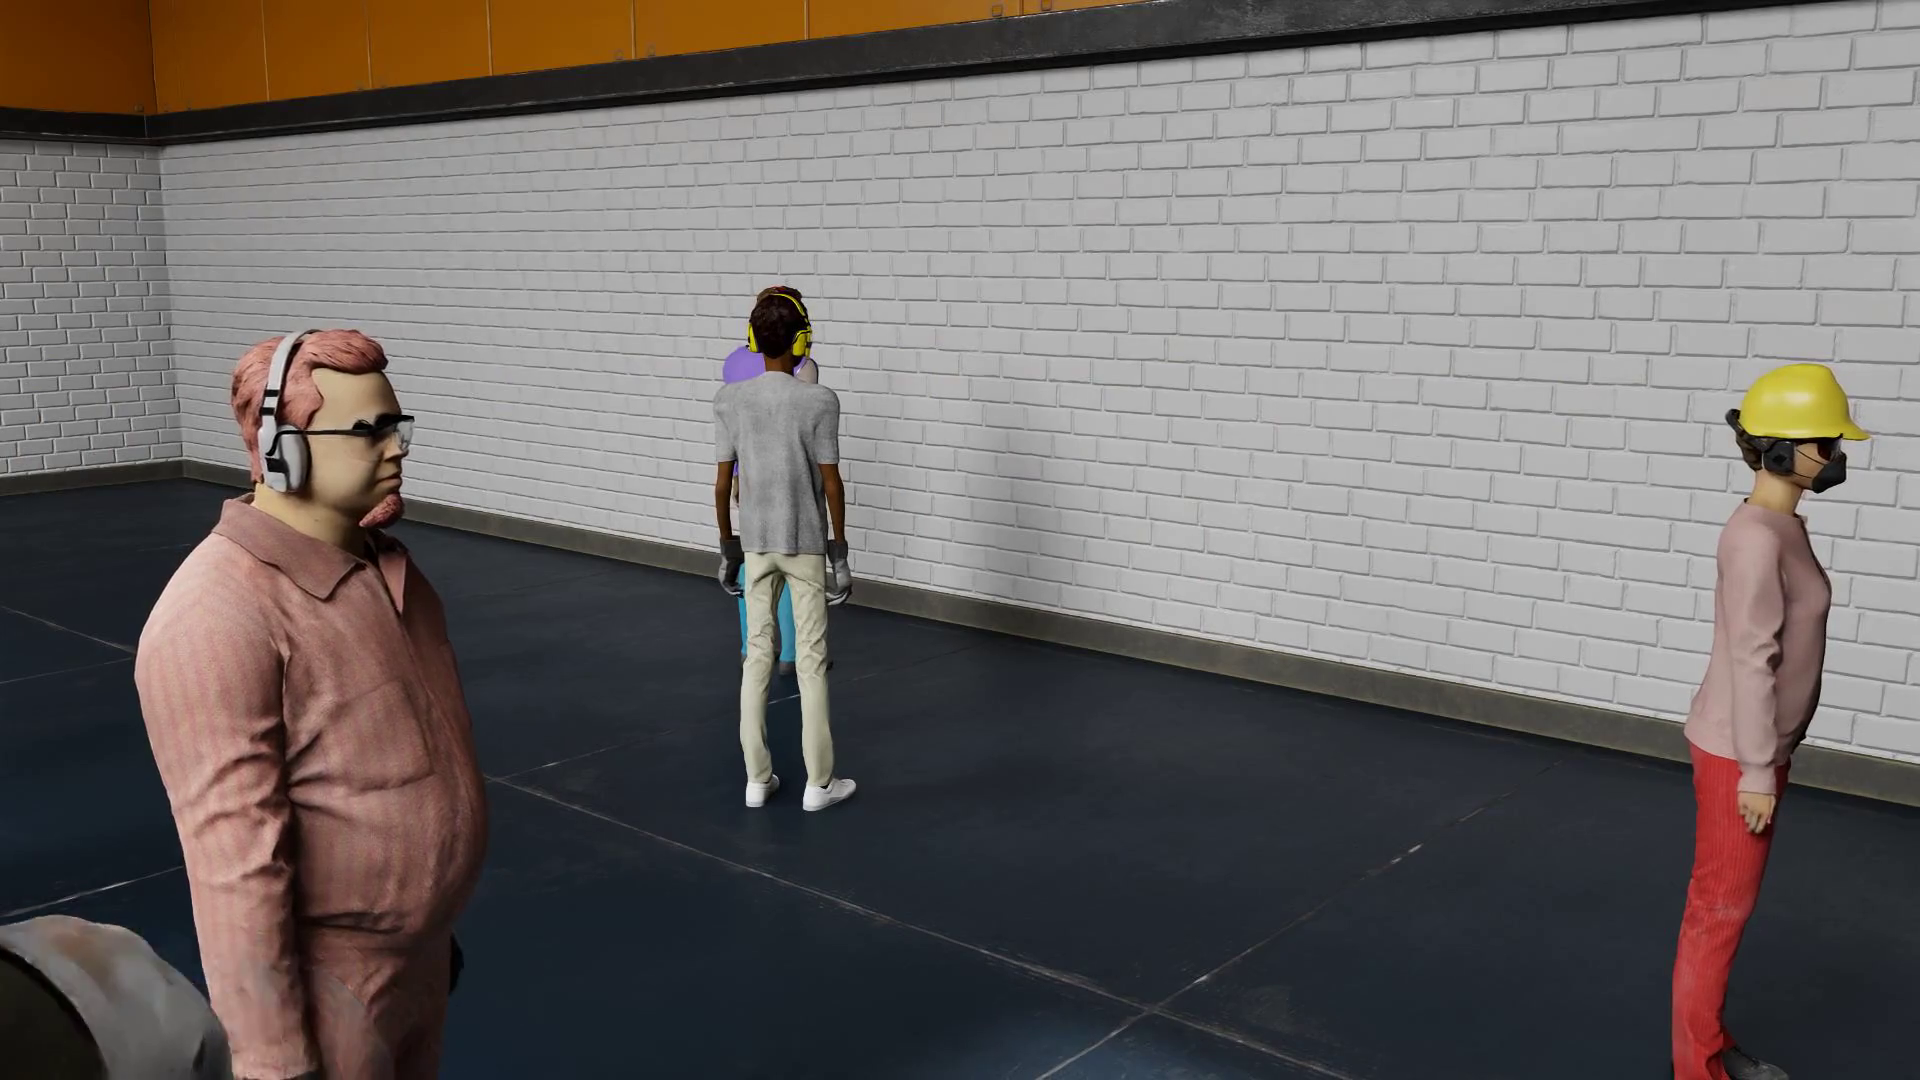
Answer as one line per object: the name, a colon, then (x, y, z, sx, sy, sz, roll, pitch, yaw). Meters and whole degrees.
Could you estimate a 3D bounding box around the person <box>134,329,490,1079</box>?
person: (-0.911, 0.640, 2.522, 0.407, 1.908, 0.641, 0, 10, 1)

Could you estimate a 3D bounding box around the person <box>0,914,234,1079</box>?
person: (-0.739, 0.886, 0.997, 0.632, 1.939, 0.624, 1, 10, 7)

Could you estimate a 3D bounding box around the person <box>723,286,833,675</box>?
person: (-0.892, -0.278, 7.918, 0.571, 1.843, 0.372, 7, 12, 36)

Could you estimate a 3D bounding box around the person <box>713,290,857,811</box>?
person: (-0.632, 0.047, 5.999, 0.516, 1.873, 0.329, 3, 10, 15)

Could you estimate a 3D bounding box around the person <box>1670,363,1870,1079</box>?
person: (1.841, 0.481, 3.824, 0.319, 1.769, 0.523, 5, 11, 27)
